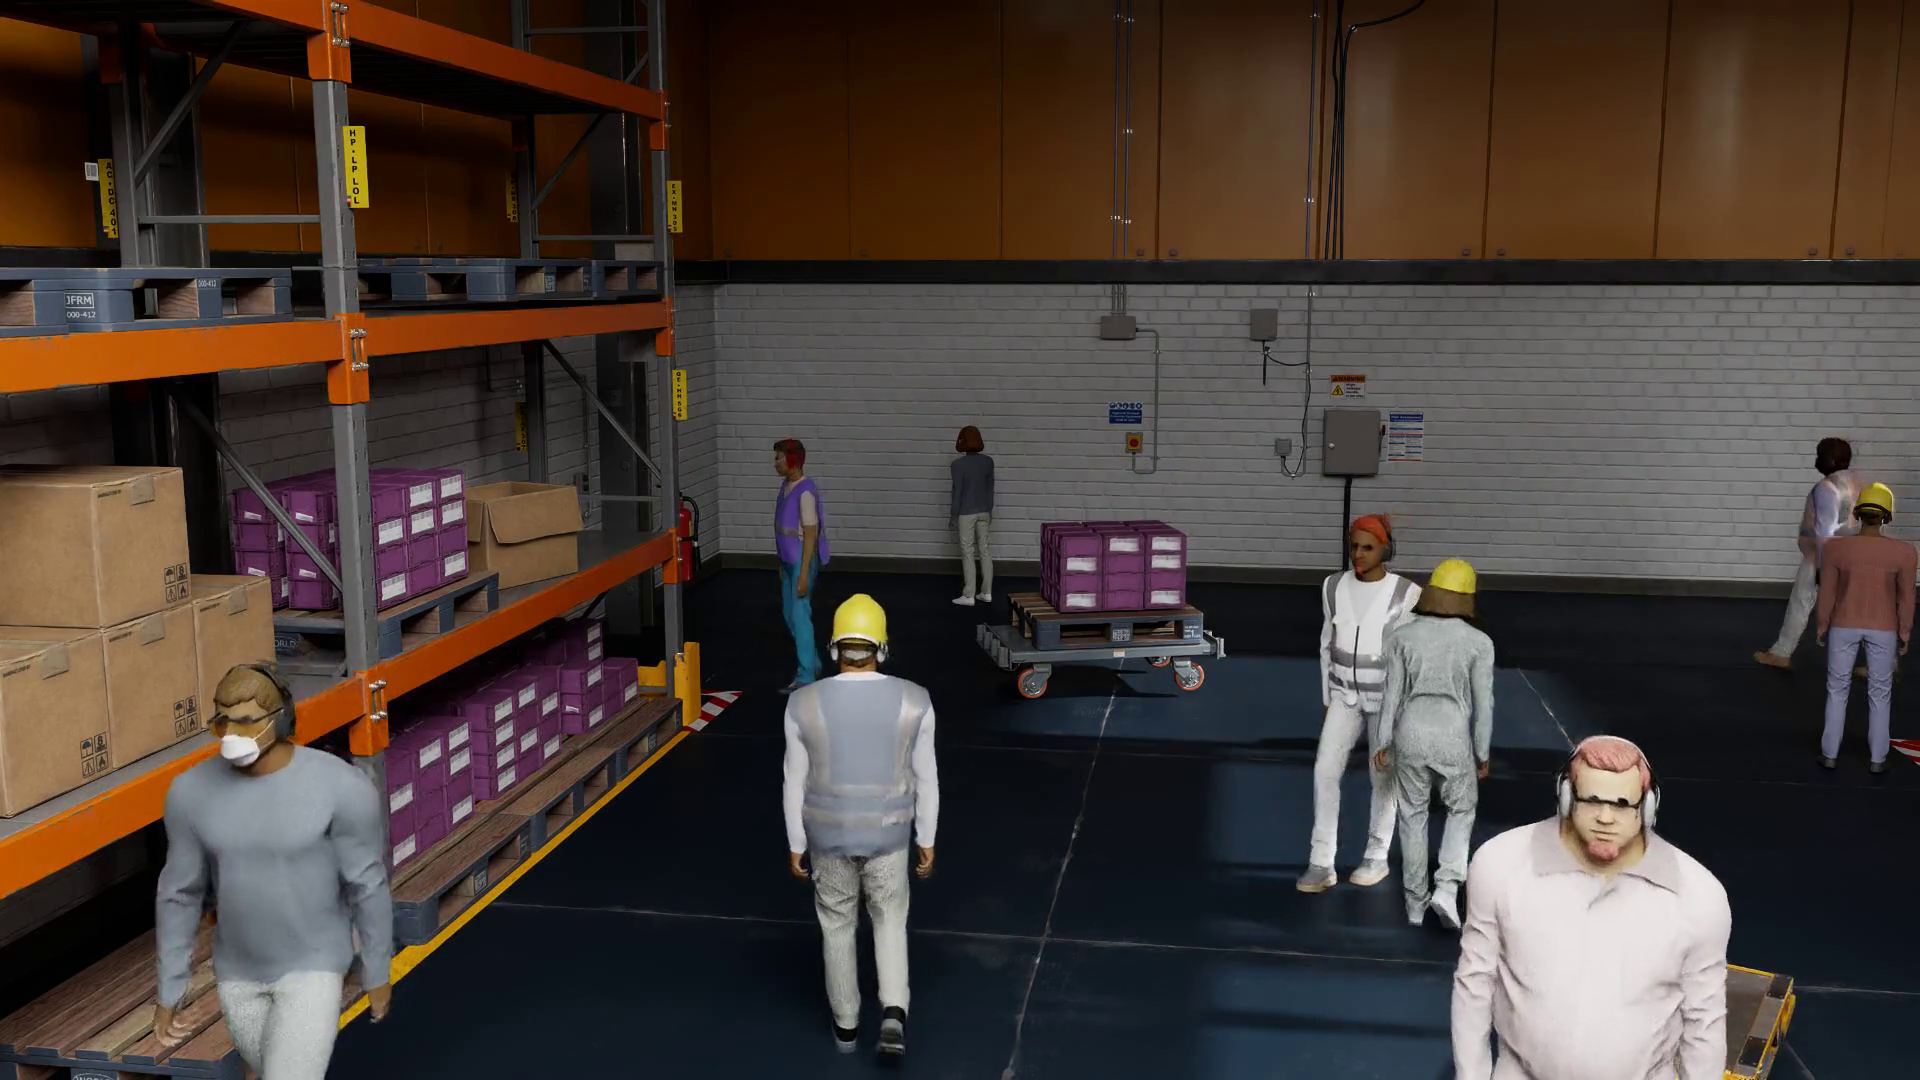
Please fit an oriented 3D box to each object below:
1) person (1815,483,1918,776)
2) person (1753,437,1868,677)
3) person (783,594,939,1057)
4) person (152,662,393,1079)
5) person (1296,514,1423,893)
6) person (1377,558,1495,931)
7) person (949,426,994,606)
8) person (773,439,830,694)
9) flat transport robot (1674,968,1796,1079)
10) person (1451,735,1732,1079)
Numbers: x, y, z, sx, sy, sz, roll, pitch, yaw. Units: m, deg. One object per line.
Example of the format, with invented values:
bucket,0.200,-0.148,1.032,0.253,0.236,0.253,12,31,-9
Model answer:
person,5.450,0.536,10.034,0.532,1.768,0.311,5,10,27
person,6.569,0.127,12.474,0.646,1.801,0.962,-7,12,-37
person,-0.377,1.114,6.339,0.595,1.815,0.544,-1,9,-8
person,-2.040,1.312,4.813,0.647,1.902,0.882,1,9,8
person,1.921,0.812,8.061,0.586,1.862,0.685,8,12,39
person,2.178,0.945,7.654,0.510,1.715,0.539,4,10,22
person,0.106,-0.220,15.106,0.502,1.632,0.277,-8,12,-40
person,-1.140,0.193,12.004,0.491,1.827,0.616,-4,10,-23
flat transport robot,2.732,1.882,6.333,0.652,0.197,1.431,6,11,33
person,1.595,1.406,4.261,0.663,1.894,0.515,4,10,21
